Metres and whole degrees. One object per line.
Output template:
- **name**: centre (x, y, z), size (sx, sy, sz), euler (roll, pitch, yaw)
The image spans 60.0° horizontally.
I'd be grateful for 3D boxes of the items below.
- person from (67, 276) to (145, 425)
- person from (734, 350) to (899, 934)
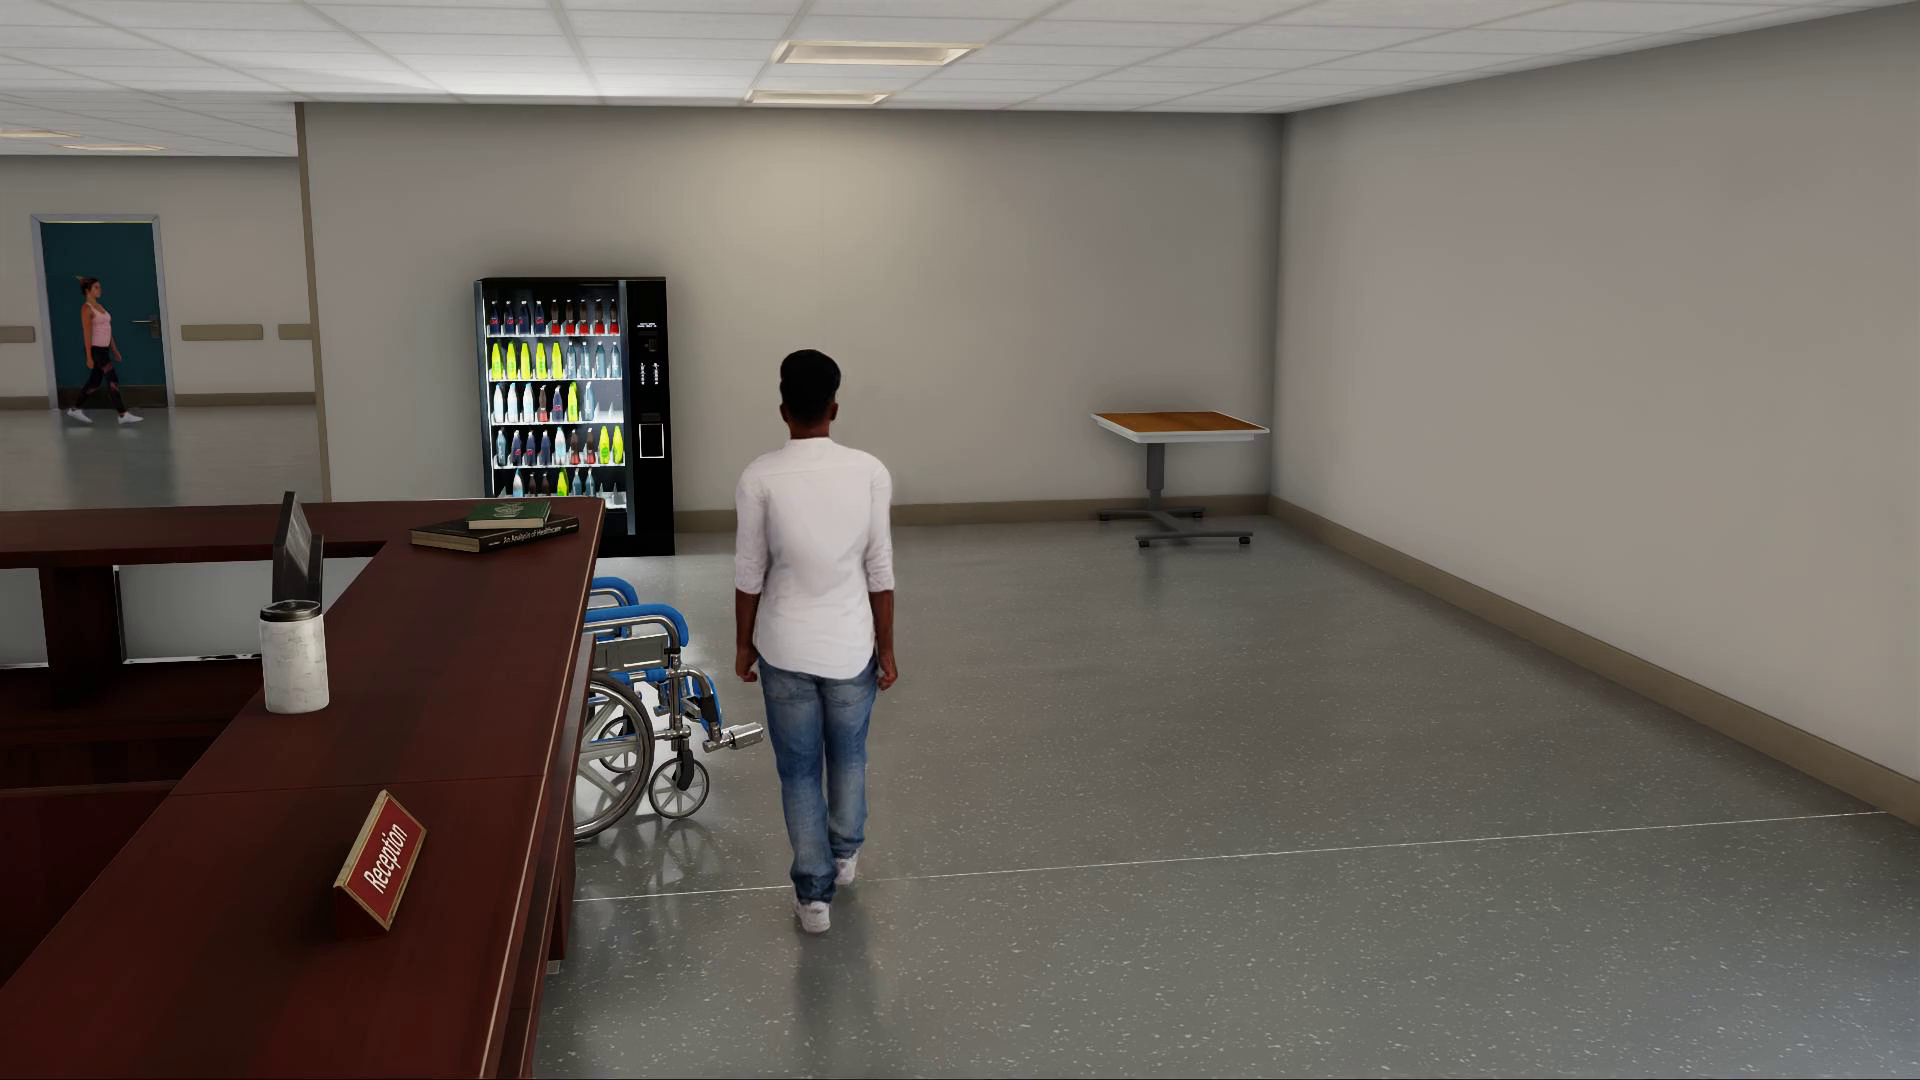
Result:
- **person**: centre (-9.536, -2.062, 18.253), size (1.053, 1.618, 0.579), euler (-1, 11, -8)
- **person**: centre (-0.438, 0.331, 5.154), size (0.789, 1.800, 0.721), euler (-2, 11, -12)
